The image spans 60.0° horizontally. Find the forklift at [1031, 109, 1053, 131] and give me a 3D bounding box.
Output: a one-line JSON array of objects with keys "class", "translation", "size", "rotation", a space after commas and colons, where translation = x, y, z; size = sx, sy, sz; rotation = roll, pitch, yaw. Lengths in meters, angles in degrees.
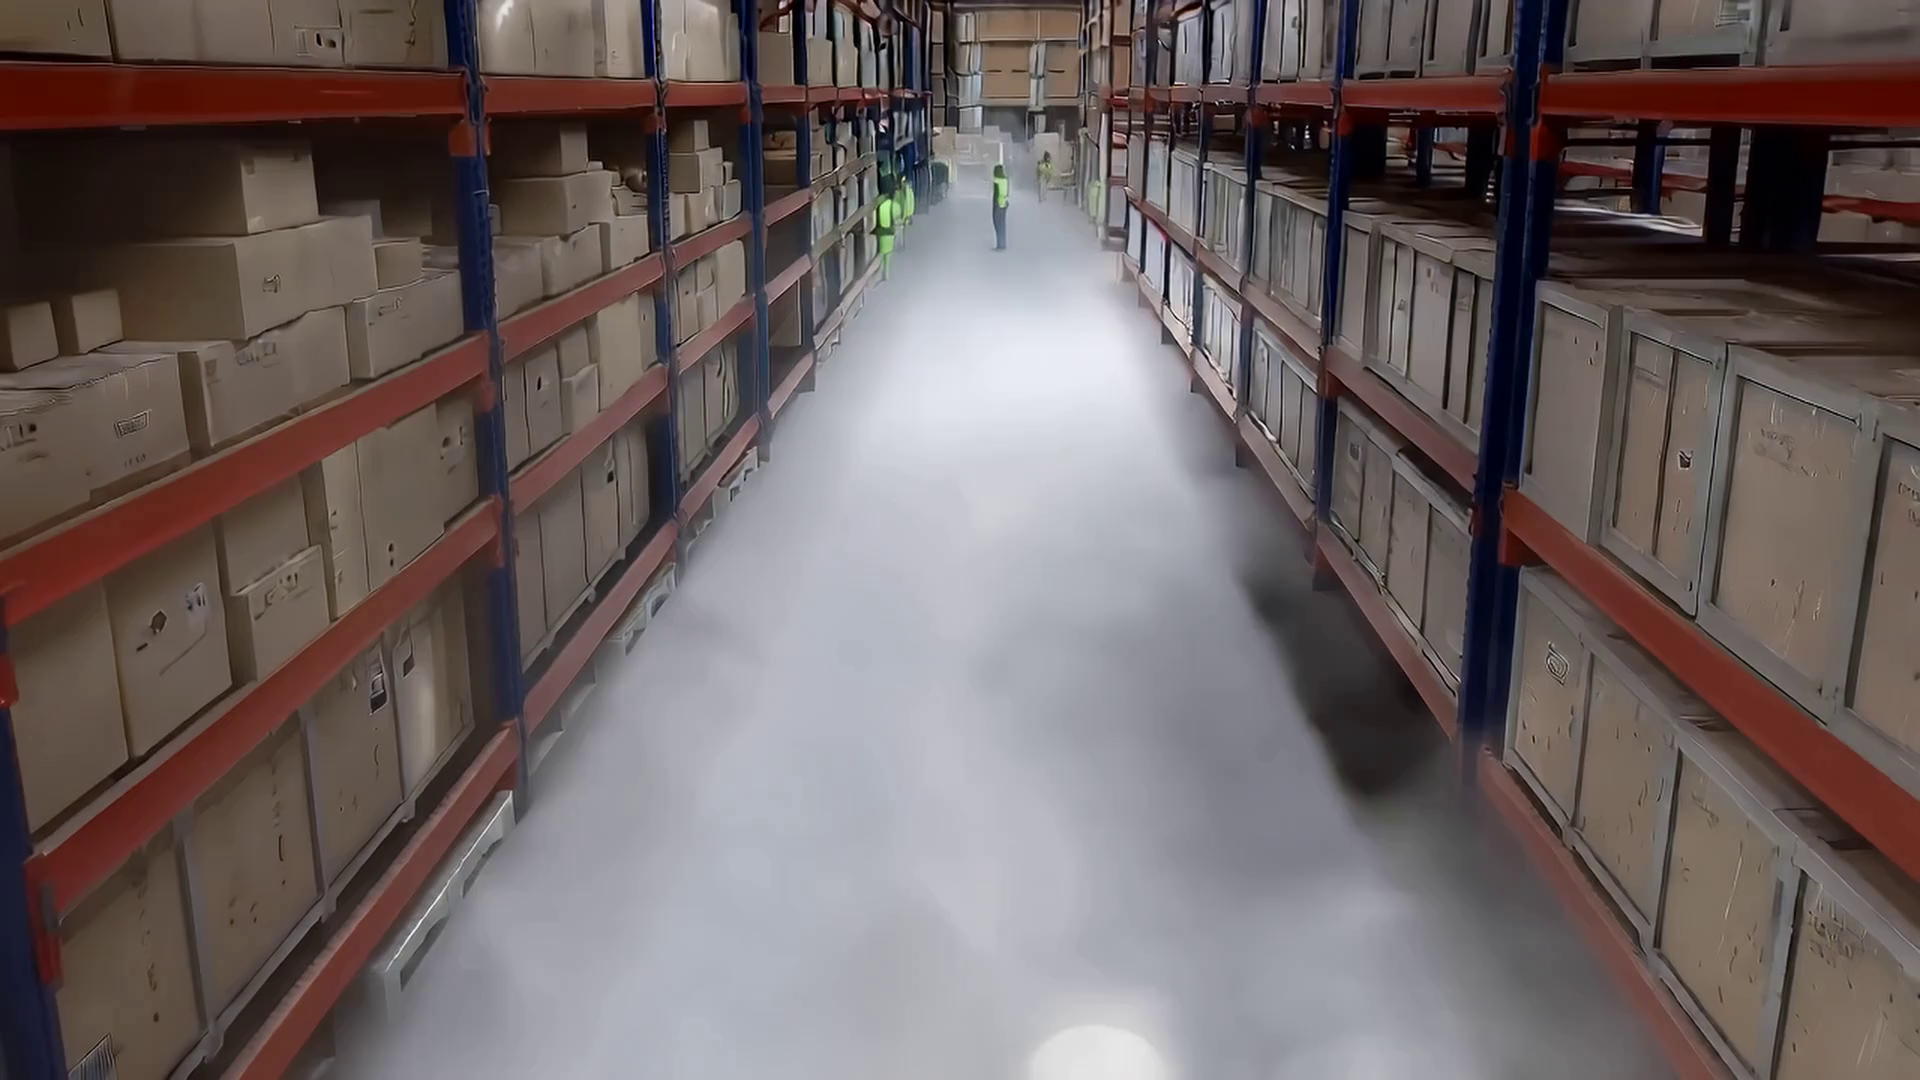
[{"class": "forklift", "translation": [3.409, -16.577, 69.470], "size": [1.129, 2.768, 1.873], "rotation": [0, 15, 2]}]

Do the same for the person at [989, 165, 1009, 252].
[{"class": "person", "translation": [0.888, -7.413, 37.199], "size": [0.392, 1.920, 0.592], "rotation": [6, 16, 20]}]

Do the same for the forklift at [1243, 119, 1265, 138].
[{"class": "forklift", "translation": [11.112, -14.801, 62.861], "size": [1.129, 2.768, 1.873], "rotation": [0, 15, 2]}]

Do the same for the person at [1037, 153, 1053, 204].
[{"class": "person", "translation": [2.694, -11.494, 52.967], "size": [0.545, 1.595, 0.824], "rotation": [3, 15, 9]}]

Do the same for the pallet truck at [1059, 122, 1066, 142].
[{"class": "pallet truck", "translation": [5.788, -21.111, 88.014], "size": [1.885, 1.965, 0.823], "rotation": [5, 16, 18]}]

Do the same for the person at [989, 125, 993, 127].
[{"class": "person", "translation": [1.556, -19.416, 81.818], "size": [0.372, 1.940, 0.630], "rotation": [-1, 15, -4]}]
